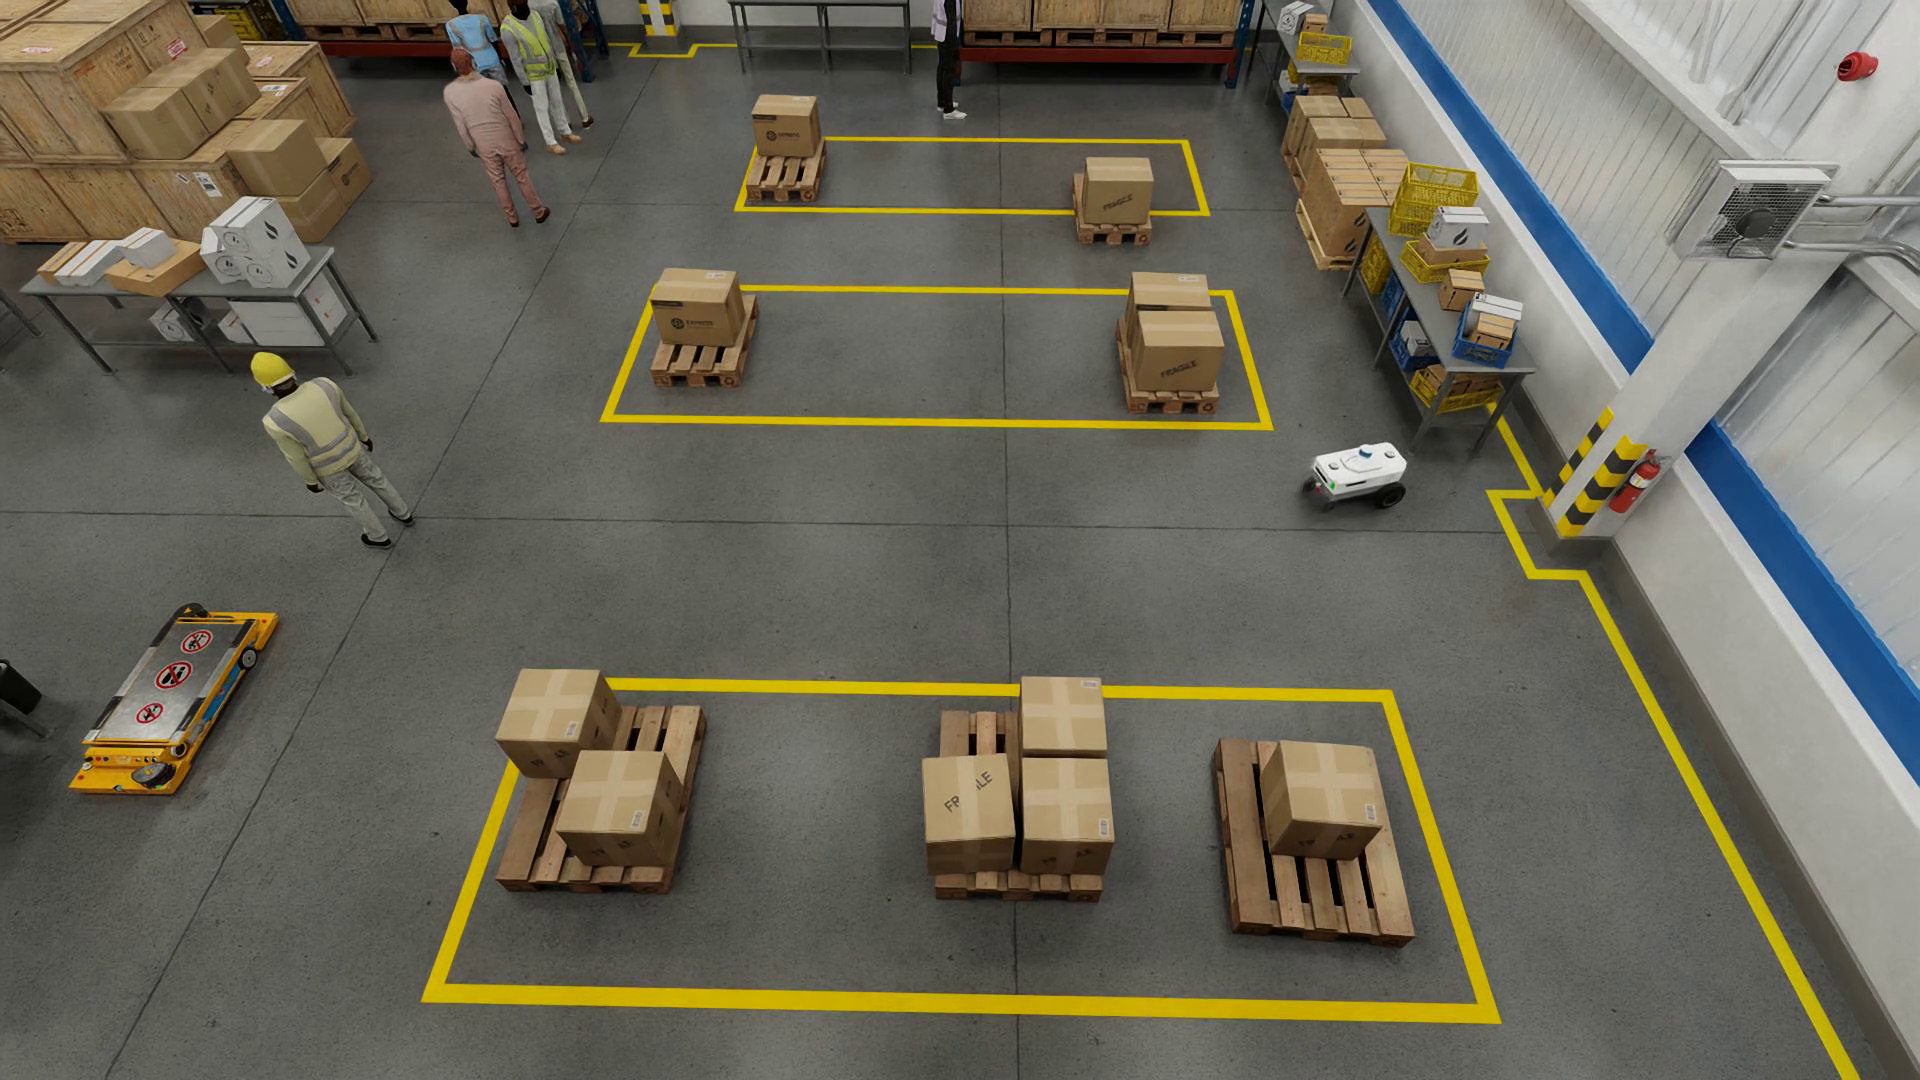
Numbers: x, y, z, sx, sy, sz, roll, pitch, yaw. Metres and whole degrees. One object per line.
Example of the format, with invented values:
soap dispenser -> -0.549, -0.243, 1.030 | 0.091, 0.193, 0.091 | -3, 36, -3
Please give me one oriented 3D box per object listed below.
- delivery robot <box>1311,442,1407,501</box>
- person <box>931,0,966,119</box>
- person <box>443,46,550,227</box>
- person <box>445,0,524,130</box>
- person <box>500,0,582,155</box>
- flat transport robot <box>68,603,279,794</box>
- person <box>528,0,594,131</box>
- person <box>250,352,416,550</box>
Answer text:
delivery robot -> 3.297, -0.586, 7.601 | 0.707, 0.478, 0.477 | -12, 51, -10
person -> -0.159, -6.408, 11.702 | 0.391, 1.917, 0.593 | -13, 51, -11
person -> -5.049, -4.350, 9.965 | 0.639, 1.910, 0.407 | -10, 50, -8
person -> -5.963, -5.953, 11.458 | 0.538, 1.693, 0.320 | -25, 54, -19
person -> -5.107, -5.685, 11.145 | 0.430, 1.834, 0.643 | 19, 52, 15
flat transport robot -> -5.504, 1.072, 6.442 | 0.652, 0.197, 1.431 | 1, 50, 1
person -> -5.095, -6.093, 11.469 | 0.526, 1.863, 0.315 | -11, 51, -10
person -> -4.711, -0.647, 6.881 | 0.404, 1.830, 0.600 | 17, 52, 14
